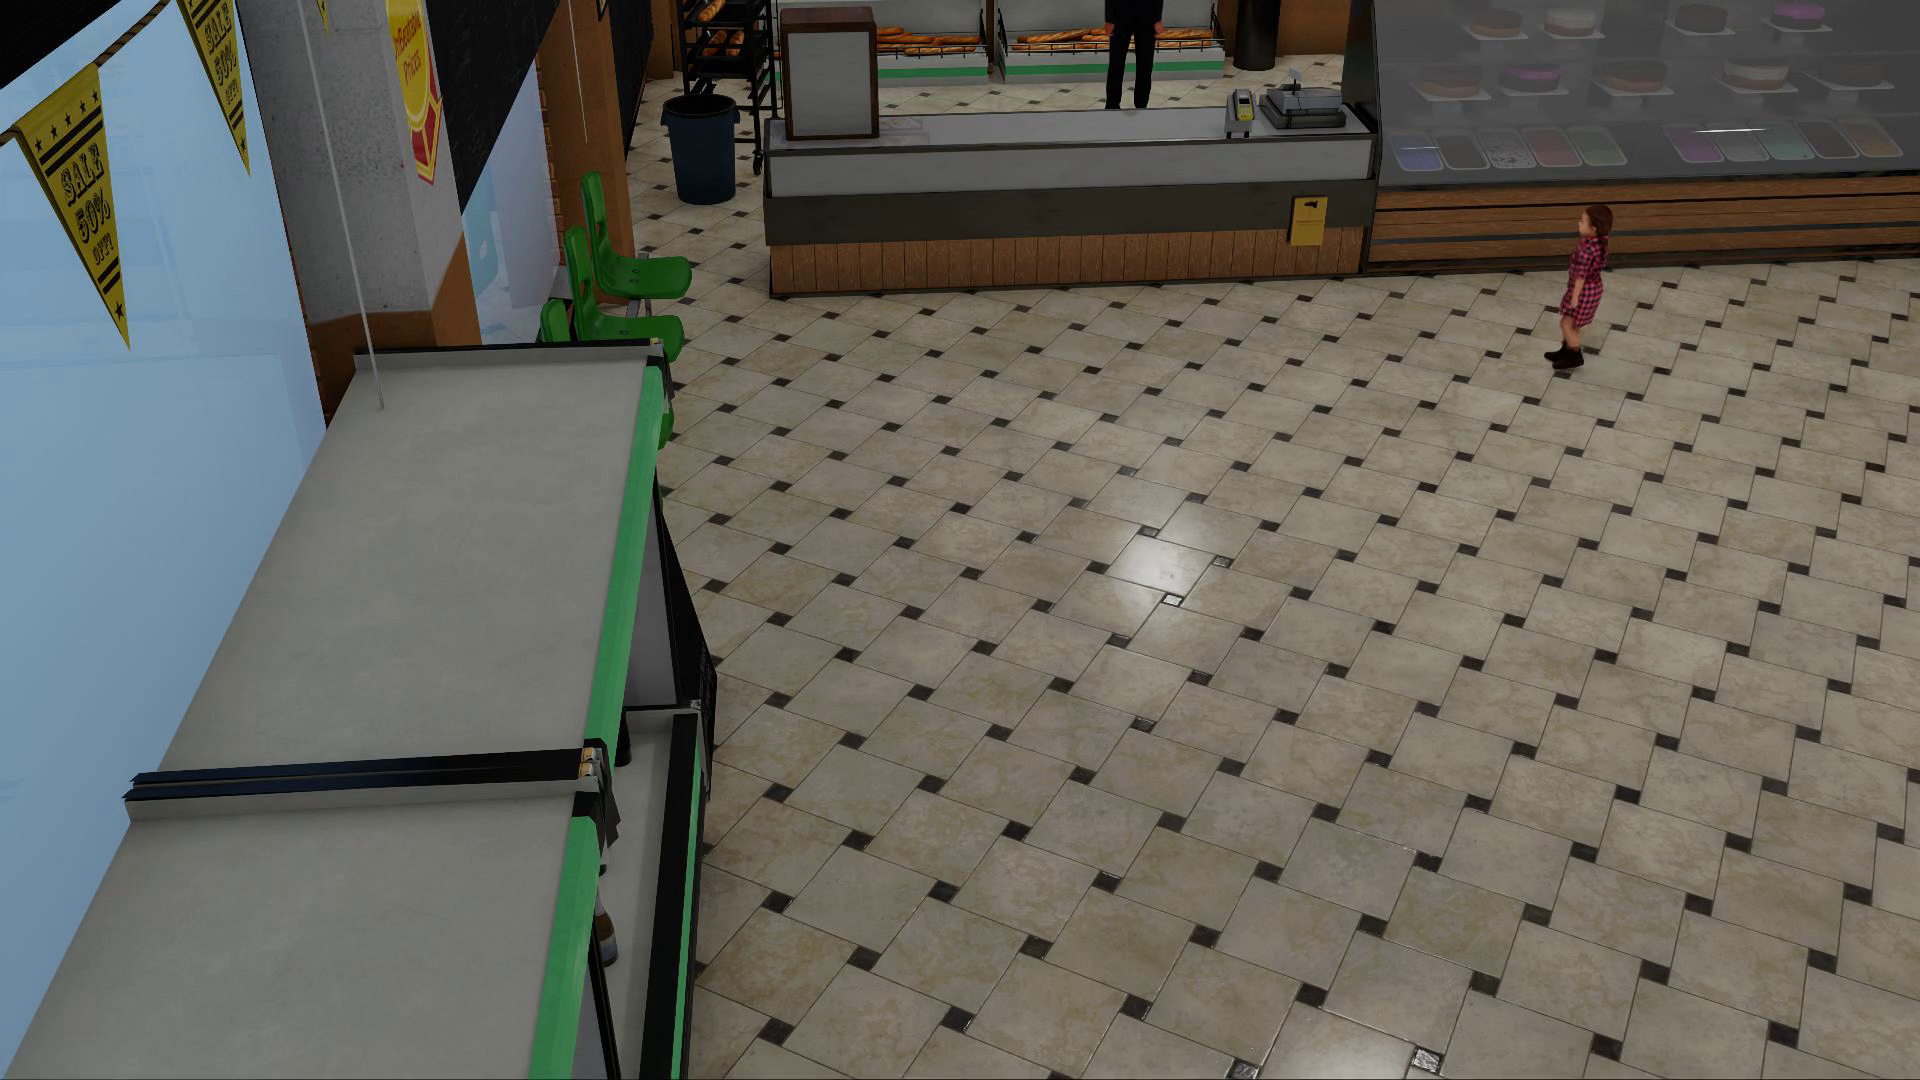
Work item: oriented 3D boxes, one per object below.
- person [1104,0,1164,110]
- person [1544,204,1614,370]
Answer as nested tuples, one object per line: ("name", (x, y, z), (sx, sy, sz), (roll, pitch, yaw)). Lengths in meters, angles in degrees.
("person", (1.416, -4.245, 13.475), (0.625, 1.868, 0.561), (-3, 32, -4))
("person", (3.716, -1.485, 9.845), (0.599, 1.017, 0.539), (24, 39, 33))
